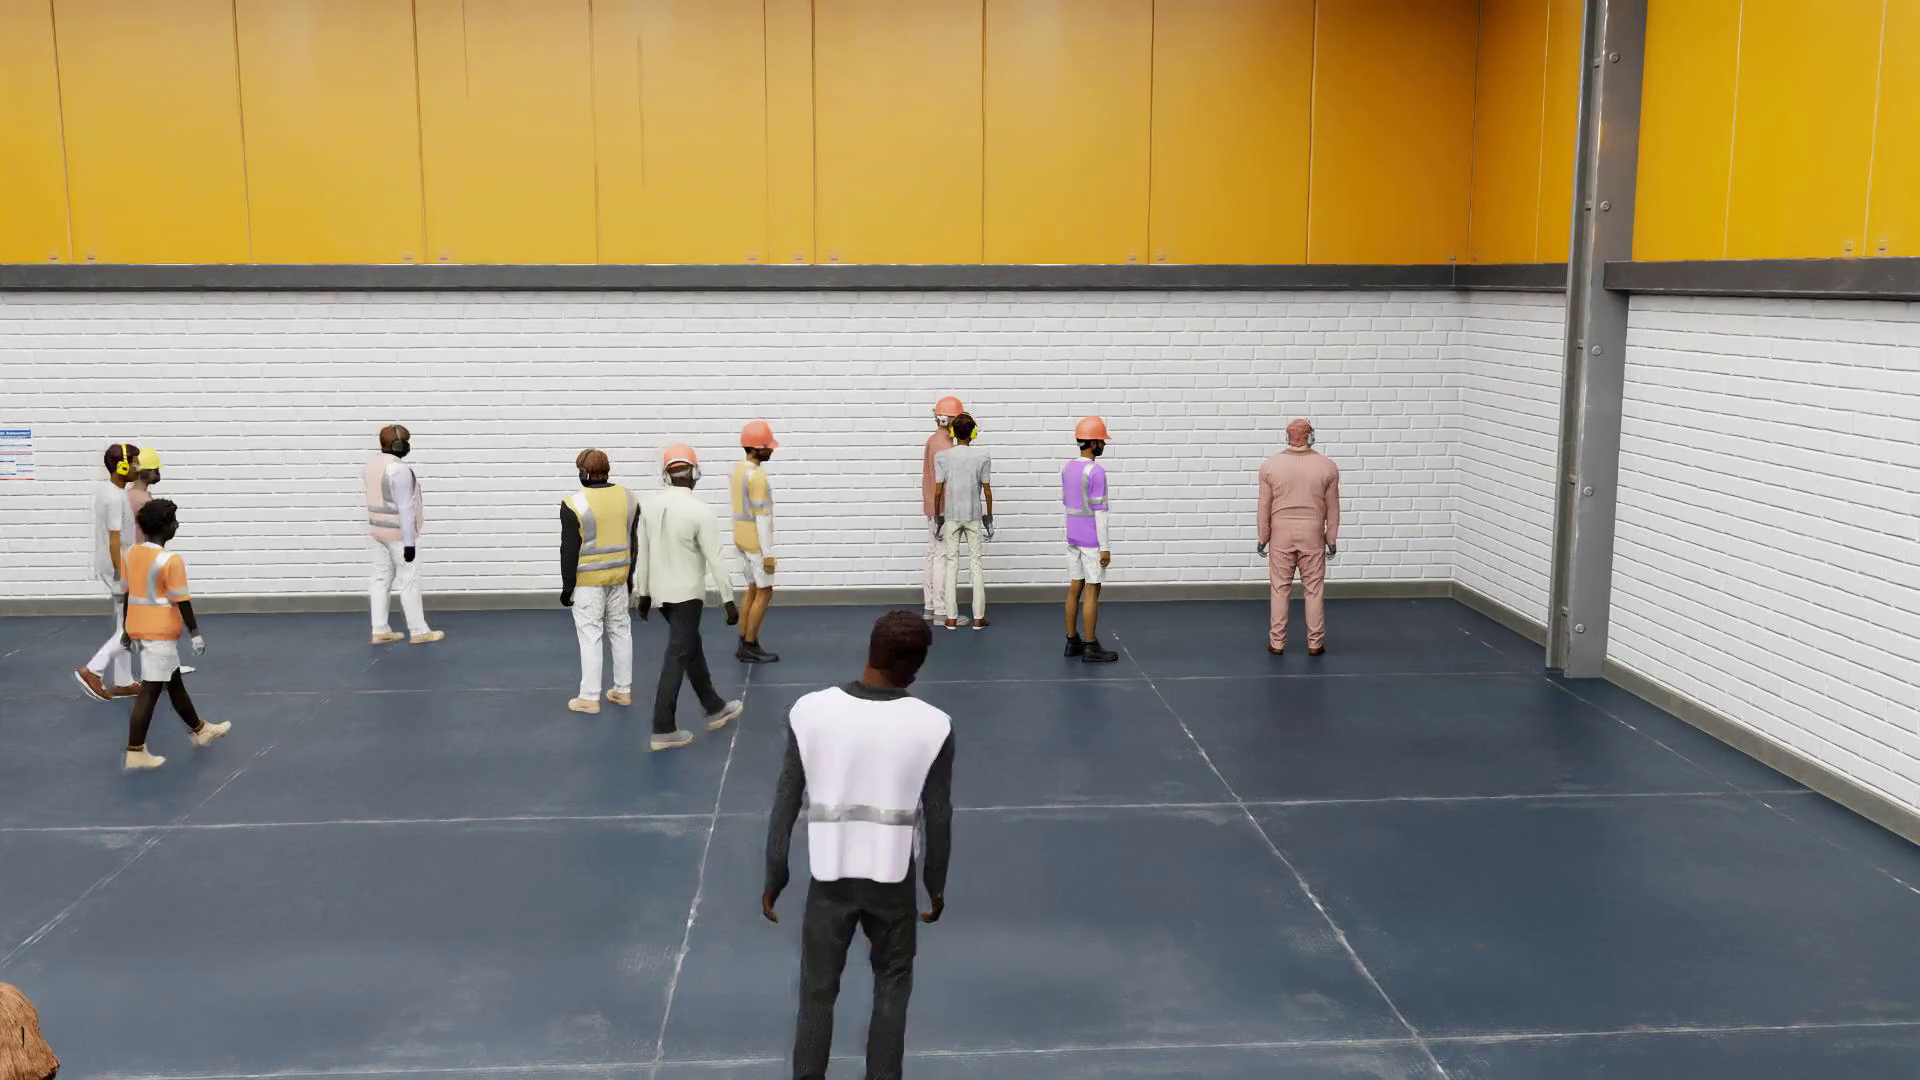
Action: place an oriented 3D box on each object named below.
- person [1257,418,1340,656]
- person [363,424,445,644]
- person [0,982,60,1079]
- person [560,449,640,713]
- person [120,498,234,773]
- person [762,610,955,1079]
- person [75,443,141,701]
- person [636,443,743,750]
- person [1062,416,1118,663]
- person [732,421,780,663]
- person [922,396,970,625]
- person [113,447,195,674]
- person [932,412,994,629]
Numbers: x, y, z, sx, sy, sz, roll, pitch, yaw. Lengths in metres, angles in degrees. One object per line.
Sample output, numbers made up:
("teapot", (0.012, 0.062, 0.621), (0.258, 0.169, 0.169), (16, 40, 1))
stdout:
("person", (2.695, -0.022, 13.286), (0.645, 1.905, 0.400), (2, 9, 10))
("person", (-4.628, -0.046, 13.688), (0.637, 1.841, 0.437), (8, 12, 41))
("person", (-1.925, 1.691, 3.413), (0.505, 1.629, 0.280), (-7, 12, -38))
("person", (-2.526, 0.279, 11.587), (0.429, 1.844, 0.627), (8, 12, 41))
("person", (-4.871, 0.564, 10.321), (0.556, 1.657, 0.834), (7, 11, 36))
("person", (-0.404, 1.184, 5.821), (0.771, 1.871, 0.393), (0, 9, 2))
("person", (-6.014, 0.236, 11.836), (0.469, 1.849, 0.567), (-6, 11, -33))
("person", (-1.709, 0.347, 10.843), (0.686, 1.932, 0.965), (7, 12, 39))
("person", (1.018, -0.006, 13.080), (0.357, 1.938, 0.545), (-5, 10, -28))
("person", (-1.621, 0.023, 13.033), (0.320, 1.899, 0.683), (-4, 10, -24))
("person", (-0.127, -0.258, 14.493), (0.396, 1.988, 0.614), (-2, 9, -15))
("person", (-6.144, 0.172, 12.531), (0.532, 1.756, 0.546), (-6, 11, -33))
("person", (0.027, -0.159, 14.267), (0.535, 1.863, 0.309), (1, 9, 4))
